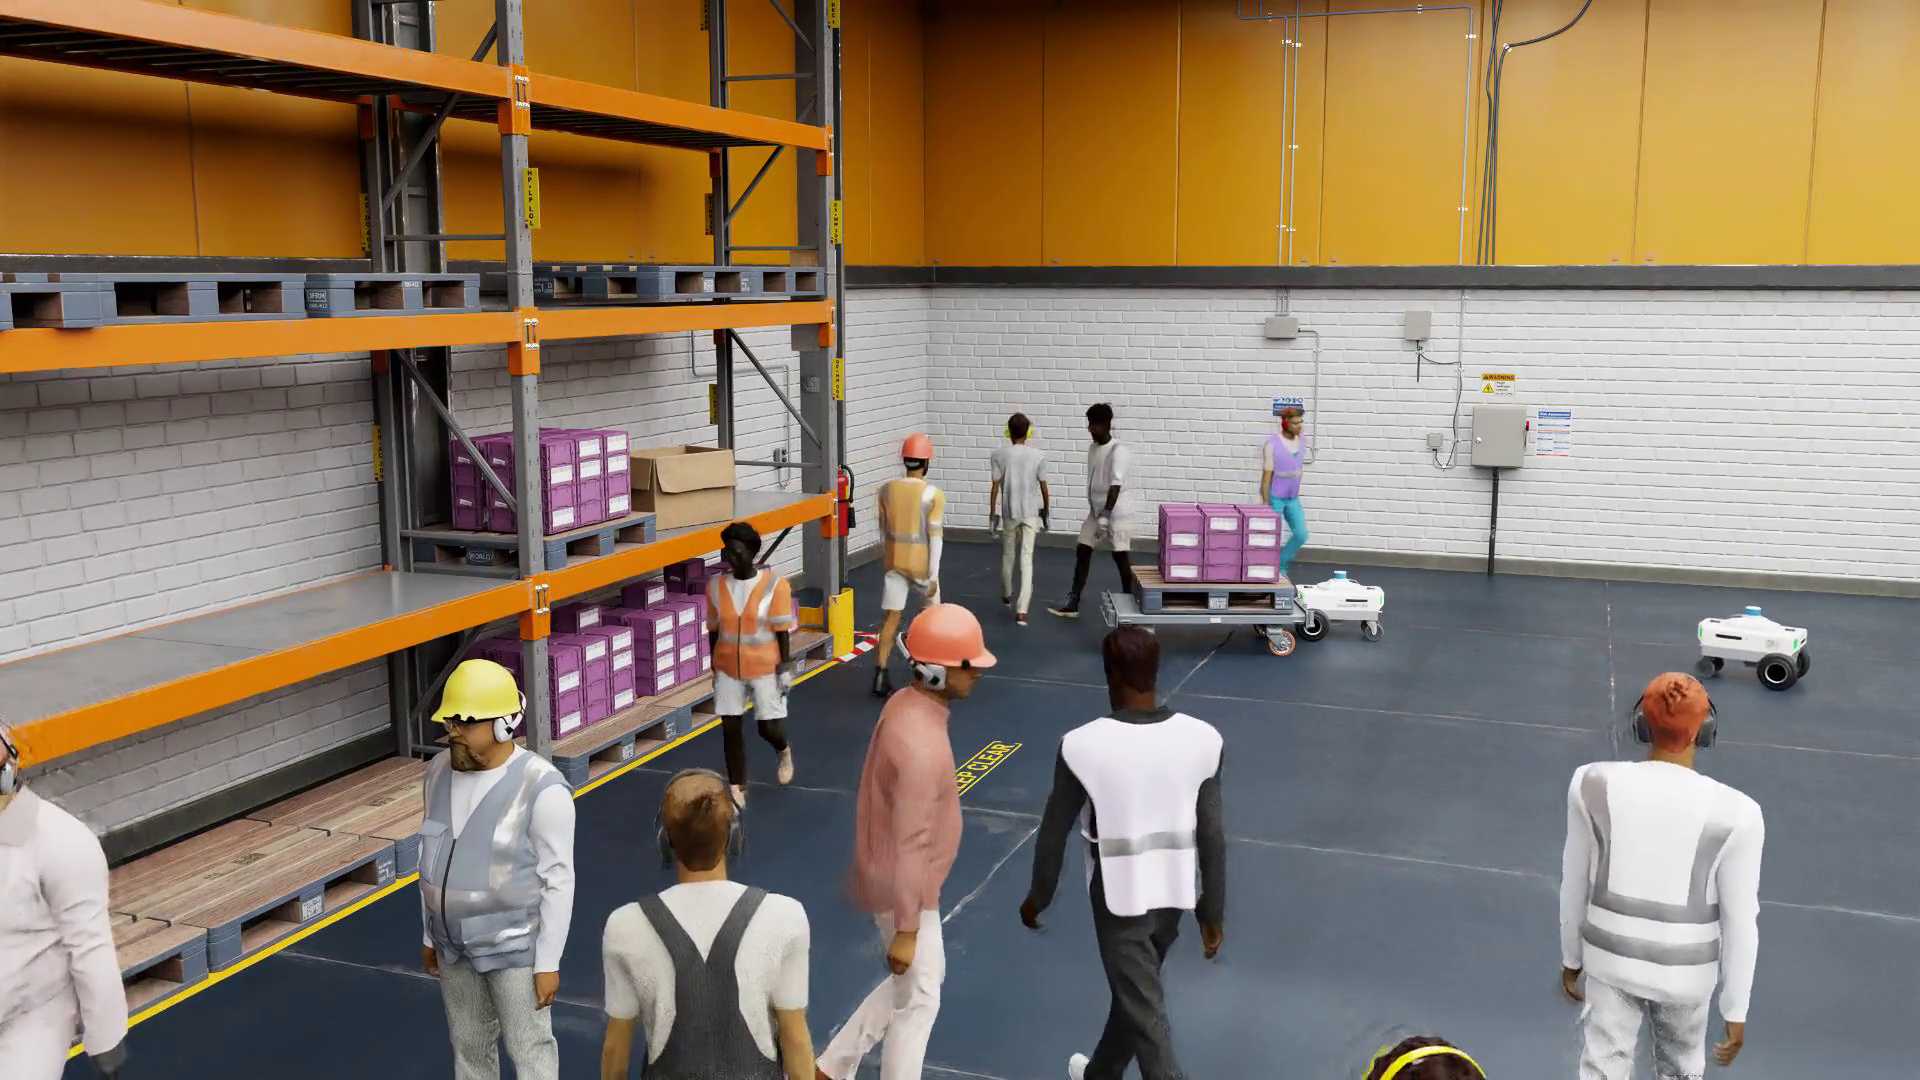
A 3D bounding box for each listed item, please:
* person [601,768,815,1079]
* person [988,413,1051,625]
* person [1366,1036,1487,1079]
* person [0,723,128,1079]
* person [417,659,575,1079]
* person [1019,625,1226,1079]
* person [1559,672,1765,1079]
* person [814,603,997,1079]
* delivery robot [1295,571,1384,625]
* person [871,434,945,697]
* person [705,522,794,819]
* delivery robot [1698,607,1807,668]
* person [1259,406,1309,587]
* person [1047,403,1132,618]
[{"bbox_3d":[-0.637,1.456,4.238,0.533,1.821,0.705,-1,9,-7],"label":"person"},{"bbox_3d":[0.537,-0.213,14.740,0.537,1.815,0.977,1,9,6],"label":"person"},{"bbox_3d":[0.688,1.679,2.837,0.534,1.841,0.894,-2,9,-12],"label":"person"},{"bbox_3d":[-2.721,1.377,4.663,0.661,1.858,0.989,3,9,17],"label":"person"},{"bbox_3d":[-1.511,1.278,5.340,0.590,1.833,0.404,4,10,26],"label":"person"},{"bbox_3d":[0.600,1.224,5.651,0.609,1.856,1.044,-4,10,-23],"label":"person"},{"bbox_3d":[2.073,1.328,5.021,0.576,1.852,0.934,5,11,30],"label":"person"},{"bbox_3d":[-0.199,1.170,5.622,0.638,1.963,0.643,-1,9,-5],"label":"person"},{"bbox_3d":[3.175,0.503,13.916,0.707,0.478,0.477,1,9,6],"label":"delivery robot"},{"bbox_3d":[-0.368,0.181,12.059,0.544,1.897,0.972,3,10,21],"label":"person"},{"bbox_3d":[-1.171,0.711,9.381,0.537,1.675,0.561,2,9,13],"label":"person"},{"bbox_3d":[5.908,0.741,12.422,0.707,0.478,0.477,7,11,36],"label":"delivery robot"},{"bbox_3d":[3.076,-0.389,15.891,0.589,1.805,0.512,-7,11,-37],"label":"person"},{"bbox_3d":[1.186,-0.230,14.533,0.876,1.918,0.607,-5,10,-28],"label":"person"}]
